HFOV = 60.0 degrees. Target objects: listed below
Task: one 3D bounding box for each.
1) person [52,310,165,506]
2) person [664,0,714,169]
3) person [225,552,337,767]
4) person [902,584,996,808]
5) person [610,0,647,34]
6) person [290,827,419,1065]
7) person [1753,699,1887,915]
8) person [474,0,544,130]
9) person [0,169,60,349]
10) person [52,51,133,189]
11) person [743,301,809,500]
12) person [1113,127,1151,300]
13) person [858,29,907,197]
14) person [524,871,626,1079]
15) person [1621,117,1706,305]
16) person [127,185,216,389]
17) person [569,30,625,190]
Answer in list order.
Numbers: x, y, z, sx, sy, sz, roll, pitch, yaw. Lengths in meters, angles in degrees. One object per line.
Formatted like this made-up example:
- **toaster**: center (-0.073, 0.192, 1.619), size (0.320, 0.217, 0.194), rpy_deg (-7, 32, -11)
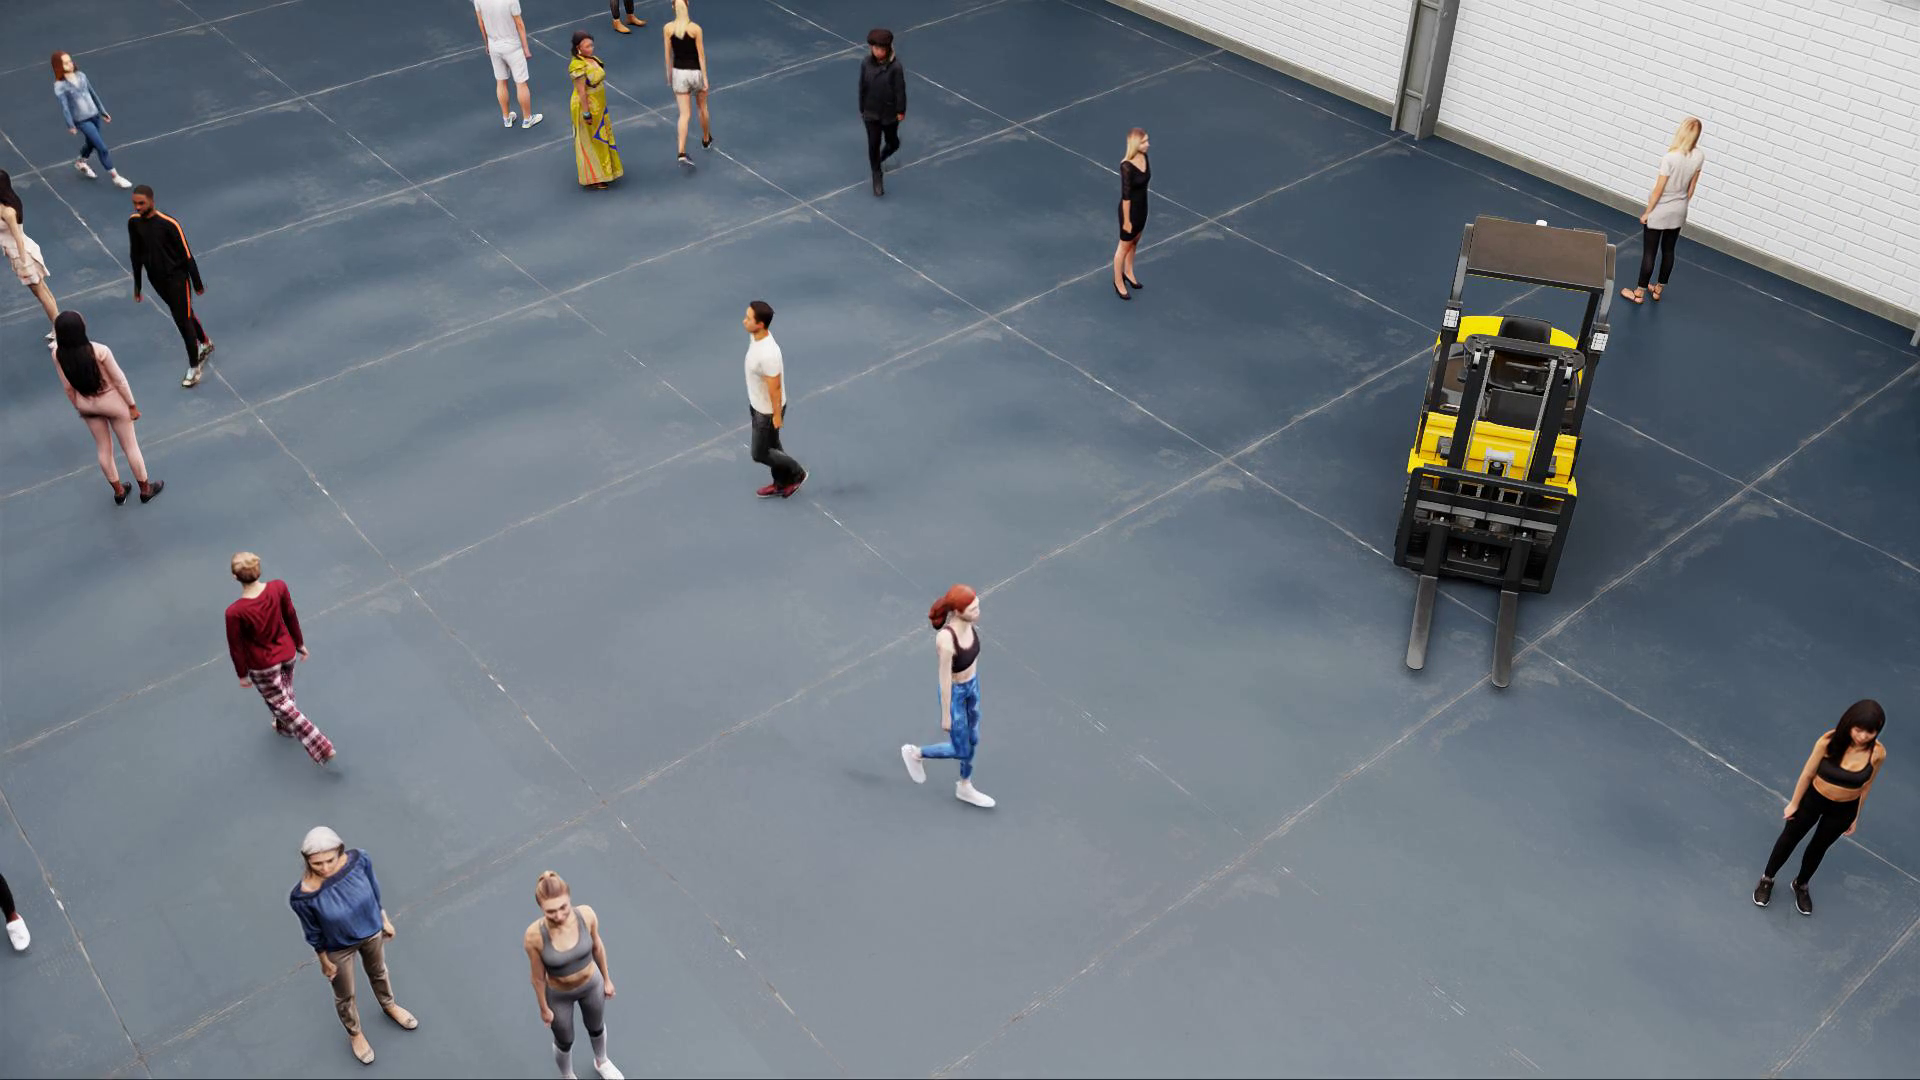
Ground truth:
- **person**: center (-6.674, -1.029, 12.957), size (0.704, 1.721, 0.737), rpy_deg (-1, 39, -1)
- **person**: center (-2.924, -4.884, 17.716), size (1.164, 1.805, 1.199), rpy_deg (5, 39, 6)
- **person**: center (-4.400, 0.784, 10.729), size (1.048, 1.668, 0.789), rpy_deg (24, 44, 27)
- **person**: center (-0.085, 0.977, 10.410), size (0.963, 1.775, 0.785), rpy_deg (17, 42, 20)
- **person**: center (-4.245, -7.209, 20.703), size (0.617, 1.711, 0.663), rpy_deg (24, 44, 27)
- **person**: center (-3.301, 2.149, 9.004), size (0.621, 1.698, 0.655), rpy_deg (27, 46, 30)
- **person**: center (5.098, 1.548, 9.792), size (0.589, 1.644, 0.685), rpy_deg (10, 40, 13)
- **person**: center (-5.037, -5.472, 18.412), size (0.736, 1.856, 0.825), rpy_deg (7, 39, 9)
- **person**: center (-8.302, -2.508, 14.797), size (0.673, 1.736, 0.530), rpy_deg (-18, 42, -21)
- **person**: center (-9.208, -4.418, 17.411), size (1.051, 1.457, 0.898), rpy_deg (10, 40, 13)
- **person**: center (-1.412, -1.070, 12.958), size (0.837, 1.794, 0.752), rpy_deg (-12, 40, -15)
- **person**: center (1.611, -3.067, 15.544), size (0.555, 1.677, 0.597), rpy_deg (22, 43, 25)
- **person**: center (-0.811, -4.506, 17.295), size (1.070, 1.740, 1.148), rpy_deg (4, 39, 5)
- **person**: center (-2.035, 2.355, 8.734), size (0.580, 1.702, 0.563), rpy_deg (-22, 43, -25)
- **person**: center (6.549, -3.039, 15.390), size (0.690, 1.826, 0.673), rpy_deg (-10, 40, -12)
- **person**: center (-6.841, -2.317, 14.524), size (1.034, 1.778, 1.051), rpy_deg (8, 39, 10)
- **person**: center (-3.868, -4.523, 17.390), size (1.054, 1.658, 0.990), rpy_deg (2, 39, 3)
